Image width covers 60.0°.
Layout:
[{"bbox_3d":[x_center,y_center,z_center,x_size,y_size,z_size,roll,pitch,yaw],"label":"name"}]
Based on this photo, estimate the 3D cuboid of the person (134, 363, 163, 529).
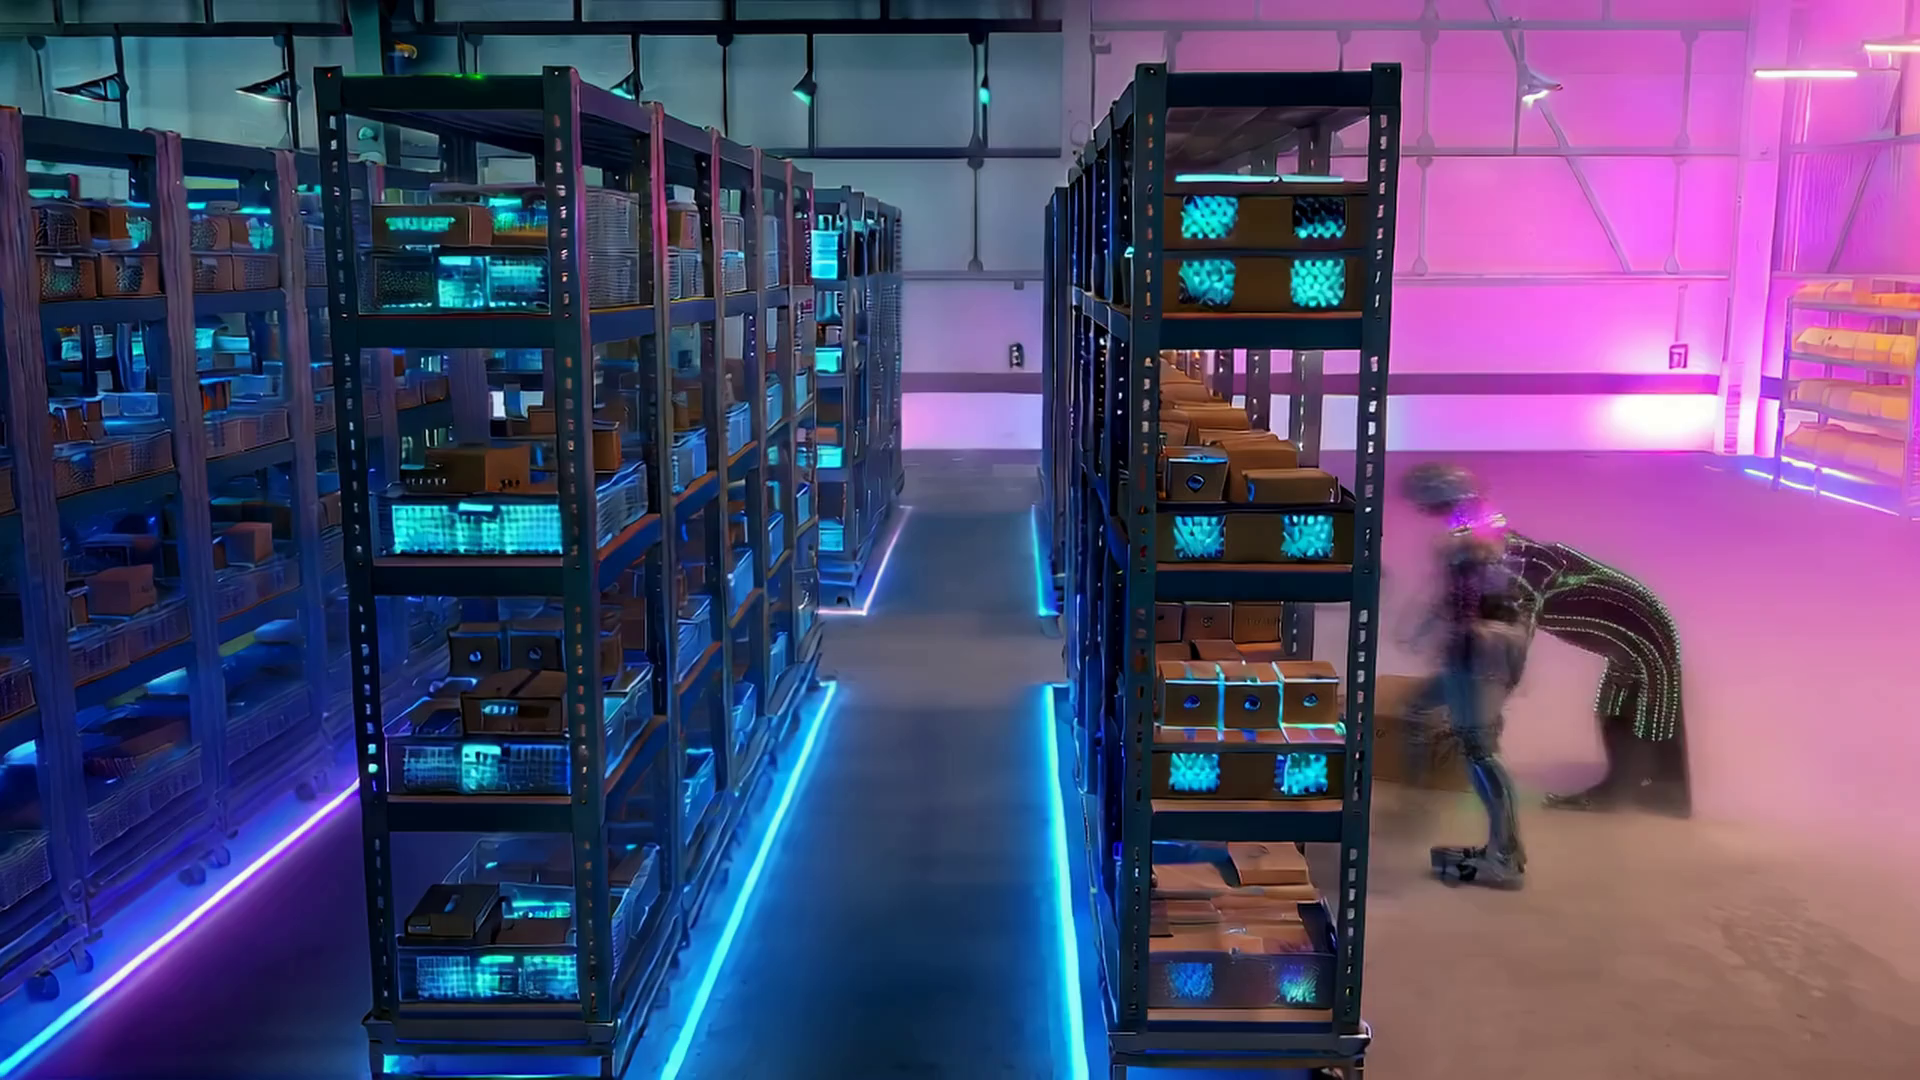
[{"bbox_3d":[-8.074,-0.815,16.841,0.430,1.984,0.641,-4,10,-20],"label":"person"}]
